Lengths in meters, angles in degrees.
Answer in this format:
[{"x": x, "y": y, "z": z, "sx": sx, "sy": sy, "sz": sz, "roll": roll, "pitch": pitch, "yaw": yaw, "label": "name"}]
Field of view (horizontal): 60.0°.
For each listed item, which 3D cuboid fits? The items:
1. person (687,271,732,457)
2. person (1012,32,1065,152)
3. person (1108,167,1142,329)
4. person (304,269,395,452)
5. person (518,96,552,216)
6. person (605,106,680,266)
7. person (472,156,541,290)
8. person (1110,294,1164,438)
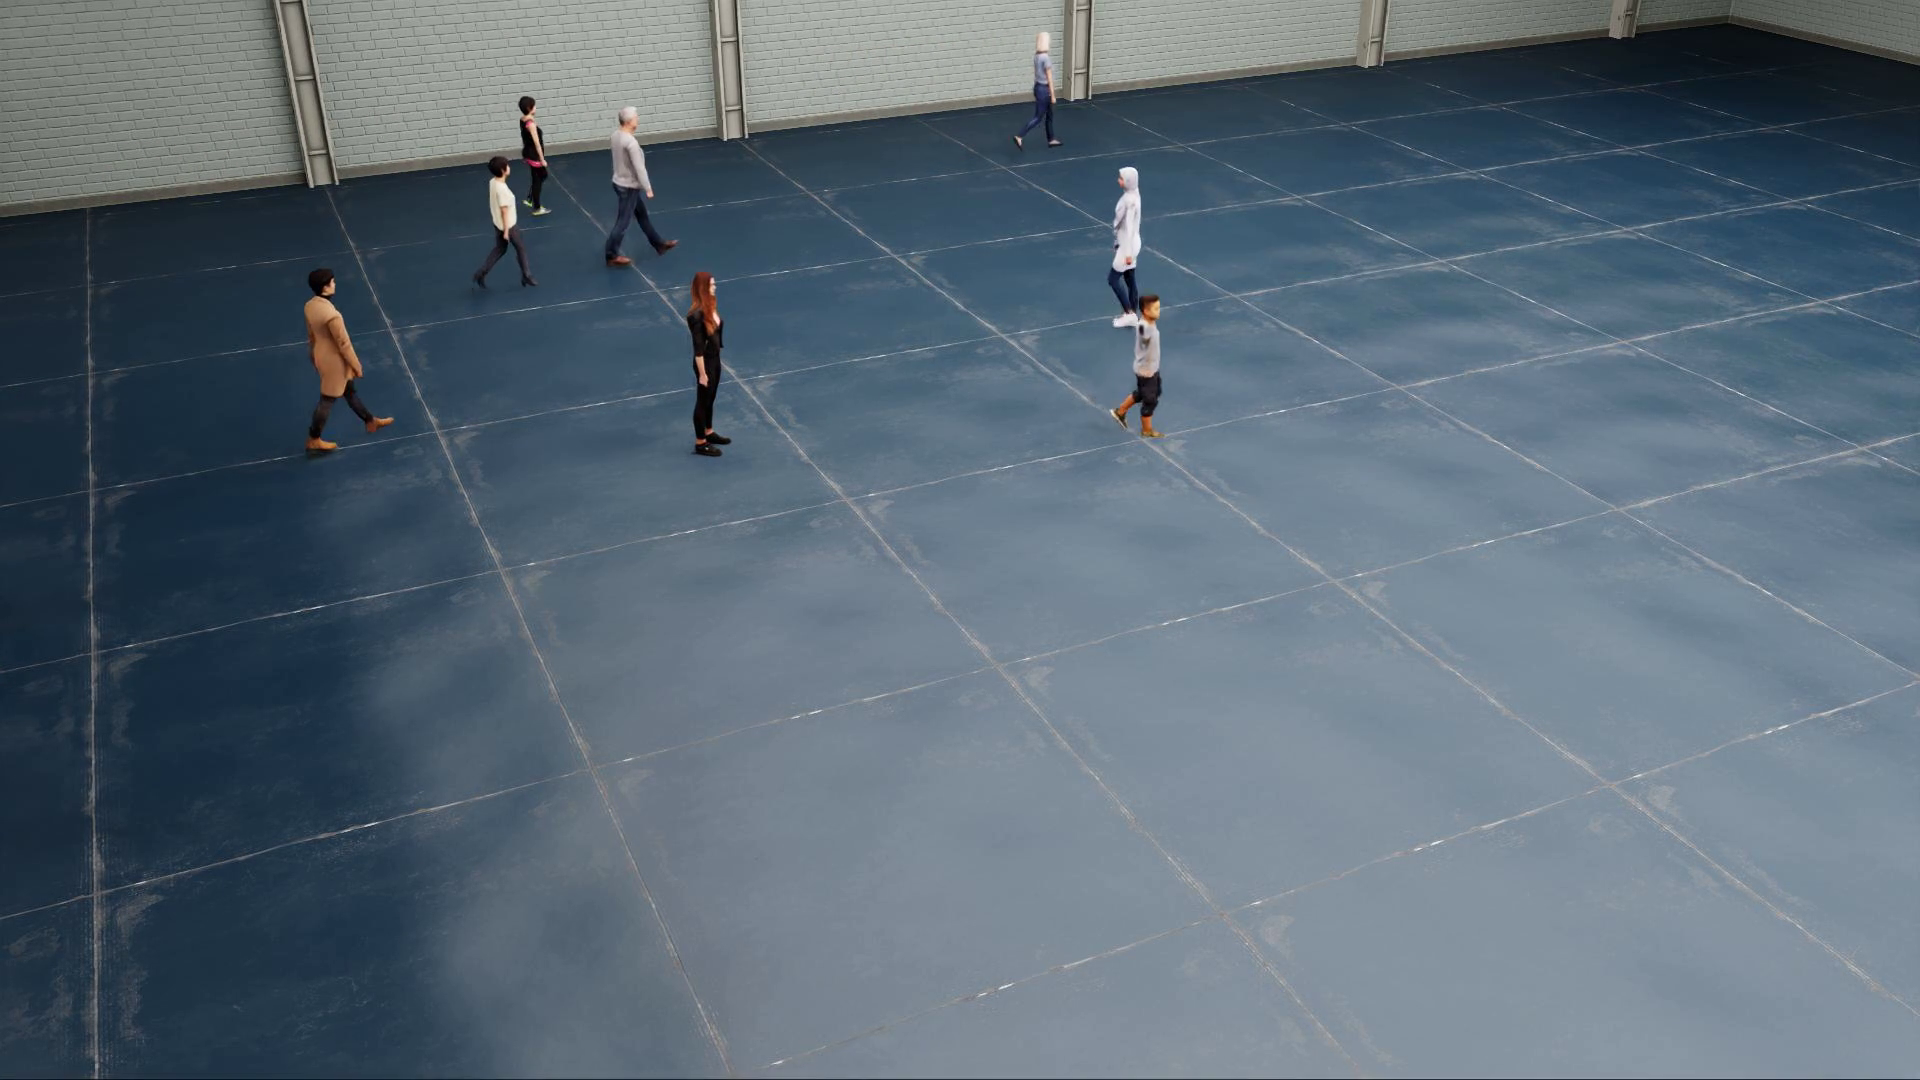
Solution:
[{"x": -2.317, "y": -1.623, "z": 15.139, "sx": 0.722, "sy": 1.708, "sz": 0.696, "roll": 5, "pitch": 28, "yaw": 9, "label": "person"}, {"x": 1.143, "y": -6.541, "z": 24.388, "sx": 1.120, "sy": 1.694, "sz": 0.681, "roll": -8, "pitch": 29, "yaw": -15, "label": "person"}, {"x": 1.897, "y": -3.136, "z": 17.916, "sx": 0.751, "sy": 1.767, "sz": 0.723, "roll": 5, "pitch": 28, "yaw": 9, "label": "person"}, {"x": -5.778, "y": -1.587, "z": 15.102, "sx": 1.217, "sy": 1.679, "sz": 0.916, "roll": -25, "pitch": 37, "yaw": -38, "label": "person"}, {"x": -5.609, "y": -4.979, "z": 21.618, "sx": 0.589, "sy": 1.540, "sz": 0.548, "roll": -15, "pitch": 31, "yaw": -25, "label": "person"}, {"x": -4.001, "y": -4.140, "z": 19.711, "sx": 1.219, "sy": 1.852, "sz": 0.818, "roll": -15, "pitch": 31, "yaw": -26, "label": "person"}, {"x": -5.254, "y": -3.571, "z": 18.956, "sx": 1.035, "sy": 1.558, "sz": 0.699, "roll": -18, "pitch": 33, "yaw": -31, "label": "person"}, {"x": 1.691, "y": -1.669, "z": 15.500, "sx": 0.903, "sy": 1.449, "sz": 0.824, "roll": 6, "pitch": 29, "yaw": 12, "label": "person"}]
